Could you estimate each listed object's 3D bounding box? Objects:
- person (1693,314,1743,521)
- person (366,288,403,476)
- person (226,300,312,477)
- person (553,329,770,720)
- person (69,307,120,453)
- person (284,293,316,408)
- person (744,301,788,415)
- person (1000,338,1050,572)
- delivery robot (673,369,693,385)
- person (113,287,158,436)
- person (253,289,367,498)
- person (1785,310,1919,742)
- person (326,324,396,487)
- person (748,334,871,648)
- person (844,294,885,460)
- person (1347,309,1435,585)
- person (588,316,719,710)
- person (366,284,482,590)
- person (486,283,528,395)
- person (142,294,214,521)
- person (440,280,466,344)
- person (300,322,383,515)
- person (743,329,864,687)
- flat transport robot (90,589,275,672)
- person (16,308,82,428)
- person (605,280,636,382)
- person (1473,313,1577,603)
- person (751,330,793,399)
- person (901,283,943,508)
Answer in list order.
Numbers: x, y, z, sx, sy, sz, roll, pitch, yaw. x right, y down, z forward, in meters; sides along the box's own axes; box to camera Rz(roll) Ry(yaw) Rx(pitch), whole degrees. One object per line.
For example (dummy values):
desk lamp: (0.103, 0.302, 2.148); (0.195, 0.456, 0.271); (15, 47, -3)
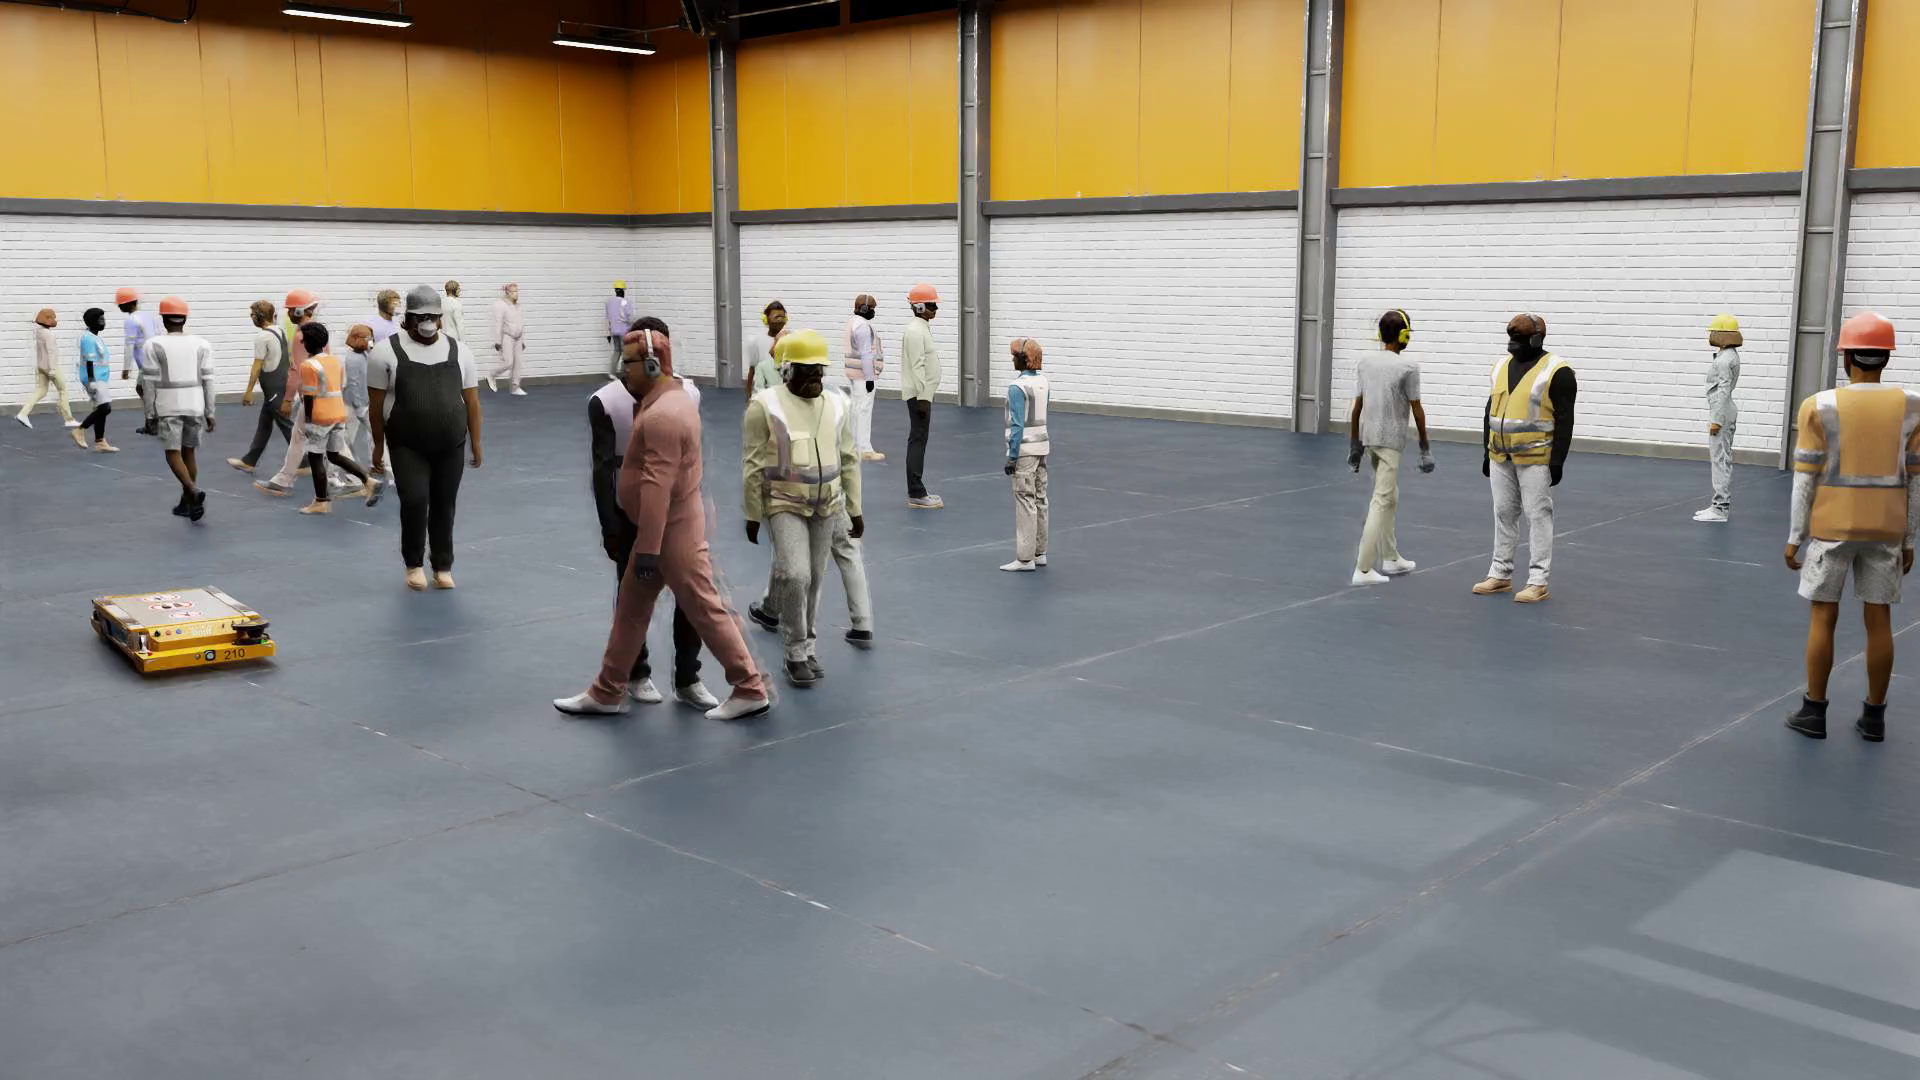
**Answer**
person: (6.392, -1.028, 14.022); (0.295, 1.743, 0.493); (5, 11, 28)
person: (-5.785, -1.590, 16.951); (0.640, 1.919, 0.650); (2, 9, 11)
person: (-7.064, -1.527, 16.905); (0.949, 1.794, 0.526); (0, 9, 1)
person: (-1.378, -0.053, 7.746); (1.024, 1.845, 0.653); (-2, 9, -9)
person: (-9.908, -1.819, 19.020); (0.427, 1.682, 0.540); (-2, 10, -15)
person: (-8.560, -2.308, 21.623); (0.645, 1.827, 0.619); (8, 12, 40)
person: (-1.672, -1.283, 15.364); (0.549, 1.820, 0.985); (-5, 10, -26)
person: (0.473, -0.595, 11.686); (0.309, 1.641, 0.515); (4, 10, 25)
delivery robot: (-4.478, -2.412, 25.855); (0.707, 0.478, 0.477); (7, 12, 38)
person: (-10.316, -2.244, 21.033); (0.612, 1.885, 0.576); (-1, 9, -4)
person: (-6.022, -1.336, 15.345); (1.065, 1.933, 0.636); (-1, 9, -7)
person: (4.022, -0.058, 7.485); (0.544, 1.937, 0.376); (3, 10, 15)
person: (-5.818, -1.294, 16.142); (0.844, 1.590, 0.535); (1, 9, 3)
person: (-0.874, -0.285, 9.488); (0.605, 1.737, 1.018); (-7, 12, -37)
person: (-1.065, -1.810, 18.540); (0.429, 1.838, 0.622); (-3, 10, -18)
person: (2.962, -0.625, 11.253); (0.840, 1.844, 0.506); (-5, 11, -29)
person: (-1.449, -0.113, 7.945); (0.625, 1.888, 0.736); (-7, 11, -36)
person: (-3.484, -0.672, 10.933); (0.712, 2.000, 0.535); (-6, 11, -33)
person: (-7.621, -3.366, 27.941); (0.600, 1.891, 0.658); (4, 10, 21)
person: (-6.543, -1.106, 13.997); (0.553, 1.913, 0.796); (-9, 13, -42)
person: (-8.133, -3.198, 26.735); (0.631, 1.940, 0.372); (8, 12, 42)
person: (-5.388, -1.038, 14.313); (0.609, 1.677, 0.534); (2, 9, 10)
person: (-0.750, -0.160, 8.469); (0.609, 1.811, 0.591); (-7, 11, -36)
flat transport robot: (-4.380, 0.474, 9.315); (0.652, 0.197, 1.431); (-7, 12, -37)
person: (-12.207, -2.288, 22.184); (0.509, 1.603, 0.783); (8, 12, 39)
person: (-6.248, -3.846, 30.759); (0.608, 1.921, 0.434); (5, 11, 29)
person: (3.595, -0.524, 10.643); (0.429, 1.839, 0.633); (-6, 11, -32)
person: (-1.543, -0.990, 14.244); (0.508, 1.589, 0.860); (3, 10, 18)
person: (-0.337, -1.283, 14.820); (0.377, 1.995, 0.608); (0, 9, -1)
